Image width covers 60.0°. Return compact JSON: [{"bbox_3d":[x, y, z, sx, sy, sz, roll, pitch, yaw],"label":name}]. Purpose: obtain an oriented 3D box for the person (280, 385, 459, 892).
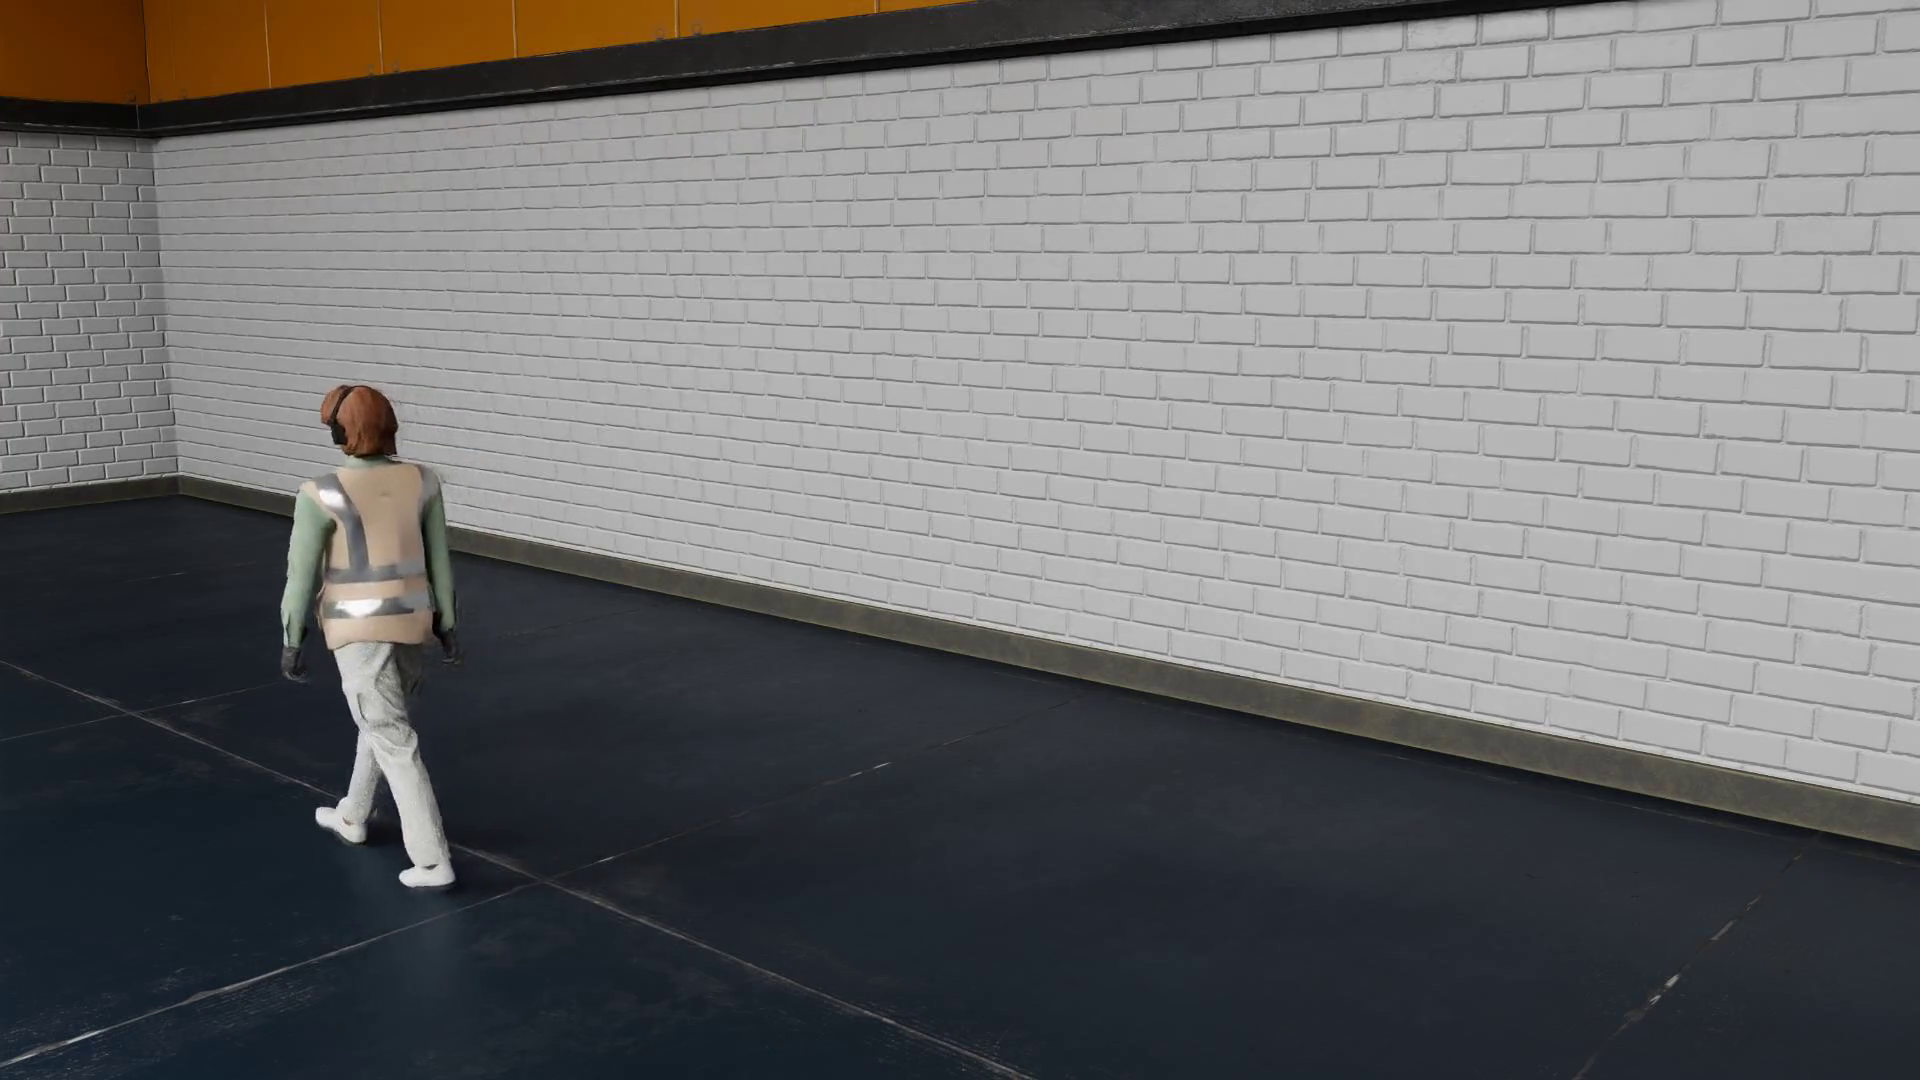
[{"bbox_3d":[-1.895,0.300,5.330,0.856,1.586,0.536,7,12,35],"label":"person"}]
